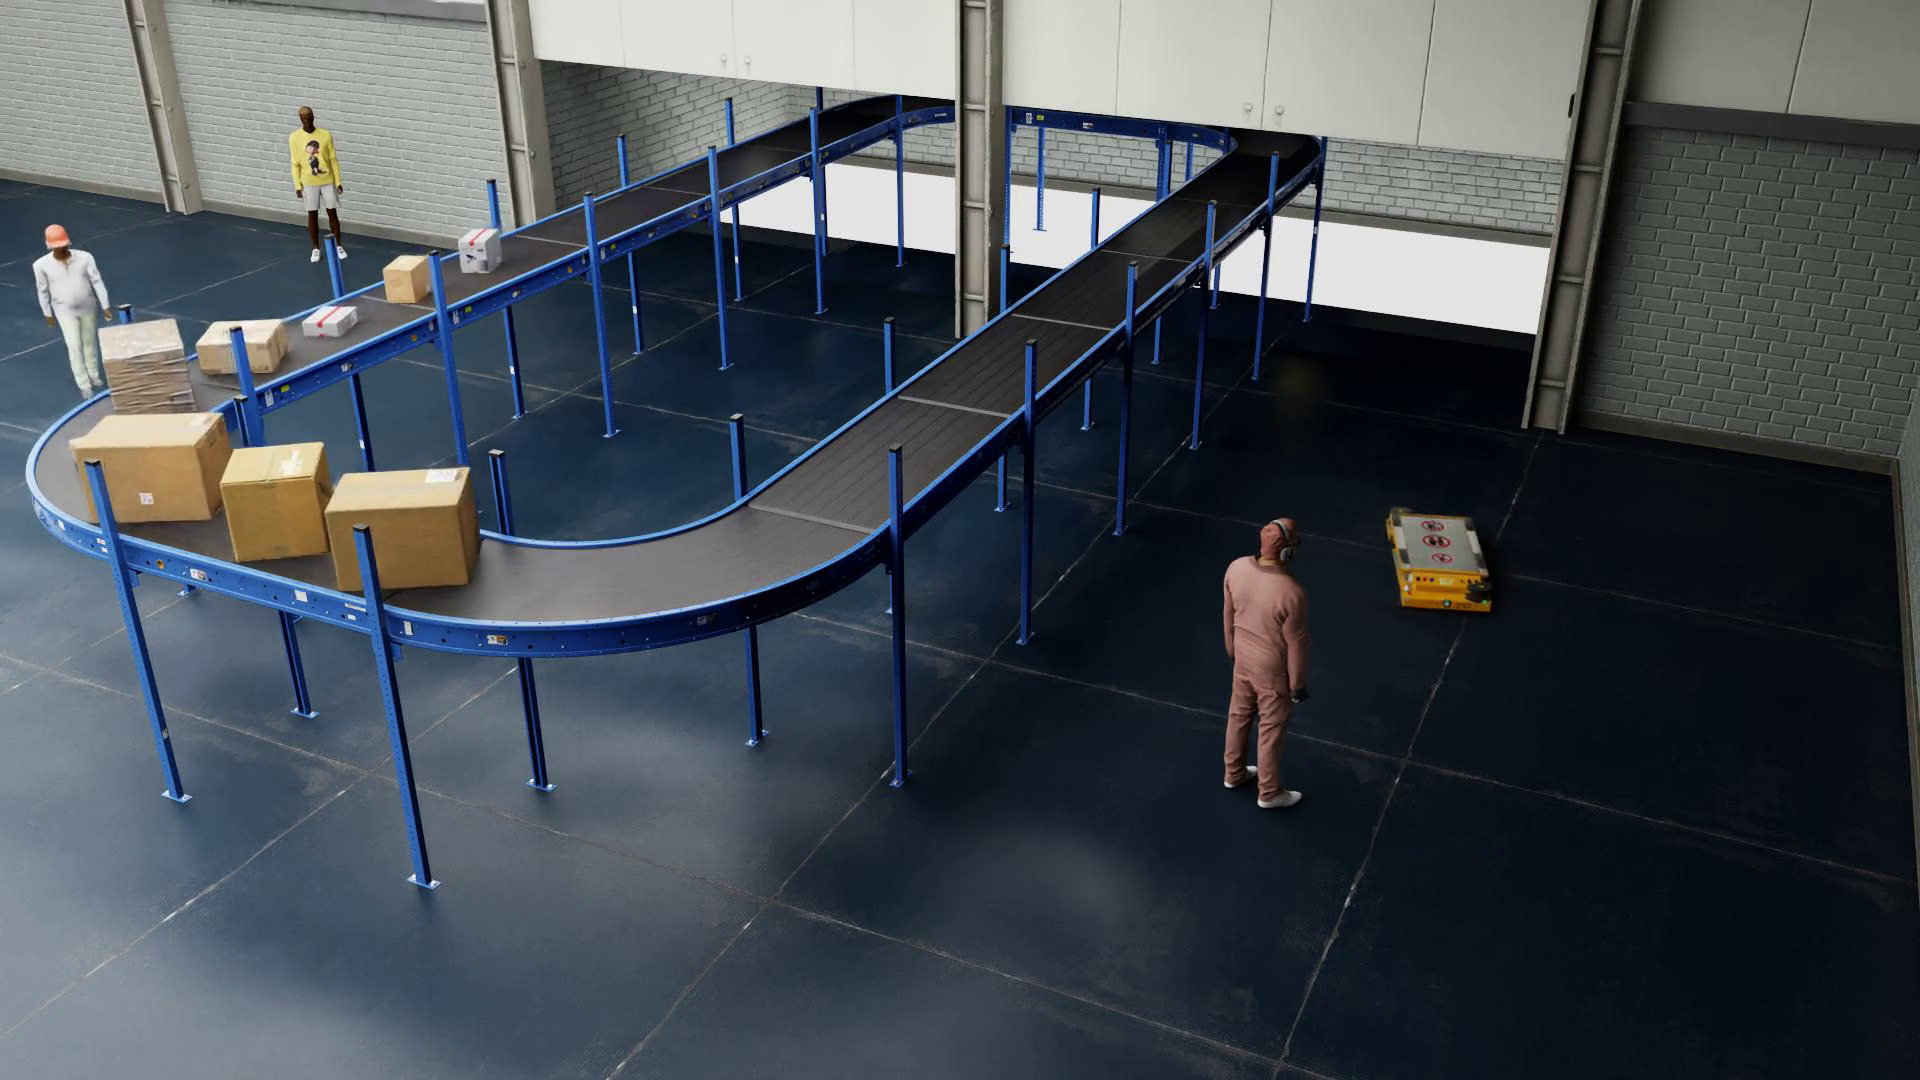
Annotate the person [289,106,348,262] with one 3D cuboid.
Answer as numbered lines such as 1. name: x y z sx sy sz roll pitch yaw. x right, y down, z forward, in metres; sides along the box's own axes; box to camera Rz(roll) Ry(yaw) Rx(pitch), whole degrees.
1. person: -7.912 -4.394 20.497 0.556 1.897 0.356 -12 29 -22

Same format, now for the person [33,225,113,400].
1. person: -8.694 -2.261 16.401 0.576 1.714 0.807 -21 33 -35

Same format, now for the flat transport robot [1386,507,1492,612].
1. flat transport robot: 3.780 0.145 13.185 0.659 0.231 1.431 4 27 7

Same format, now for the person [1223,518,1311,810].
1. person: 1.885 0.746 10.132 0.408 1.910 0.635 -18 31 -31
